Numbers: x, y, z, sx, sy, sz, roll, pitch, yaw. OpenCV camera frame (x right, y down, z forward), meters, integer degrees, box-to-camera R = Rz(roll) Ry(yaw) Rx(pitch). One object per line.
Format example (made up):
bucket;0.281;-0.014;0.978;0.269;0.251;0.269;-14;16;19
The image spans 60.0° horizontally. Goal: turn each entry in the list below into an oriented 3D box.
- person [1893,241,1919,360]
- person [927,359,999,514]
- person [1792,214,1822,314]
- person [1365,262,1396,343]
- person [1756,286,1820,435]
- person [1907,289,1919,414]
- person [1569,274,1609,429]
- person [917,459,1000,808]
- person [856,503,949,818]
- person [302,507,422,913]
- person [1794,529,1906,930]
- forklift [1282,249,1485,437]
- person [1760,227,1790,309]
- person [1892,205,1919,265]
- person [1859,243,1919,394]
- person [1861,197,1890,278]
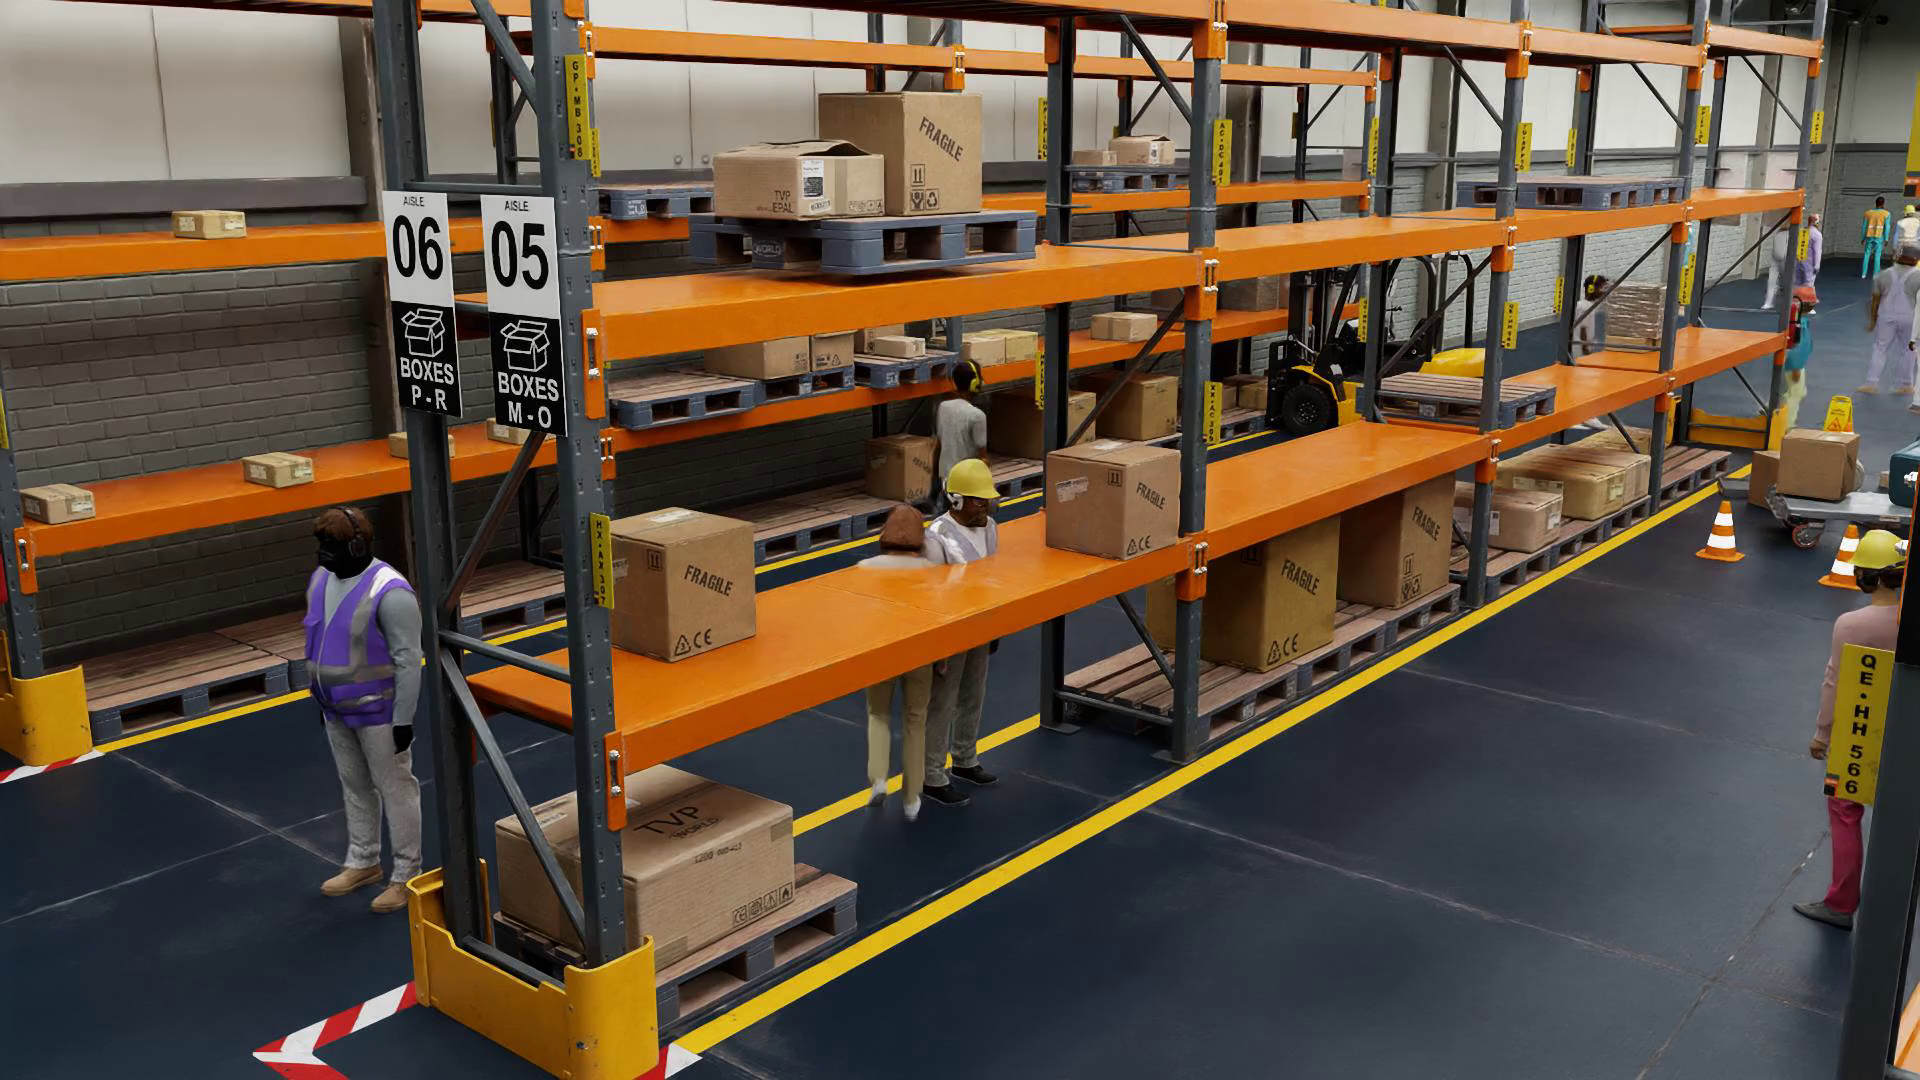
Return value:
person;14.663;-3.697;25.631;0.642;1.789;0.869;4;14;15
person;0.070;-0.413;12.198;0.994;1.819;0.554;-10;17;-34
person;16.296;-5.300;31.948;0.400;1.899;0.648;-2;14;-9
person;5.485;-2.784;21.747;0.518;1.877;0.326;-7;15;-26
person;9.455;-2.018;18.908;0.496;1.736;0.571;8;16;30
person;12.062;-2.495;20.550;0.584;1.882;0.339;3;14;14
person;7.318;-2.181;19.394;0.418;1.837;0.518;8;16;30
person;0.018;0.471;8.612;0.407;1.820;0.594;9;17;33
person;-0.302;0.624;8.420;0.510;1.610;0.421;0;14;1
person;-2.665;0.751;7.424;0.625;1.843;0.430;9;16;32
person;3.979;0.824;7.312;0.521;1.759;0.361;-6;15;-23
forklift;4.886;-2.214;18.767;2.313;2.155;1.214;11;18;38
person;16.278;-5.494;32.787;0.902;1.874;0.633;-8;16;-31
person;21.463;-6.680;37.718;0.609;1.820;0.471;1;14;6
person;12.486;-2.958;22.113;0.611;2.000;0.712;-11;18;-39
person;21.836;-7.213;39.692;0.376;1.916;0.600;-13;19;-42
